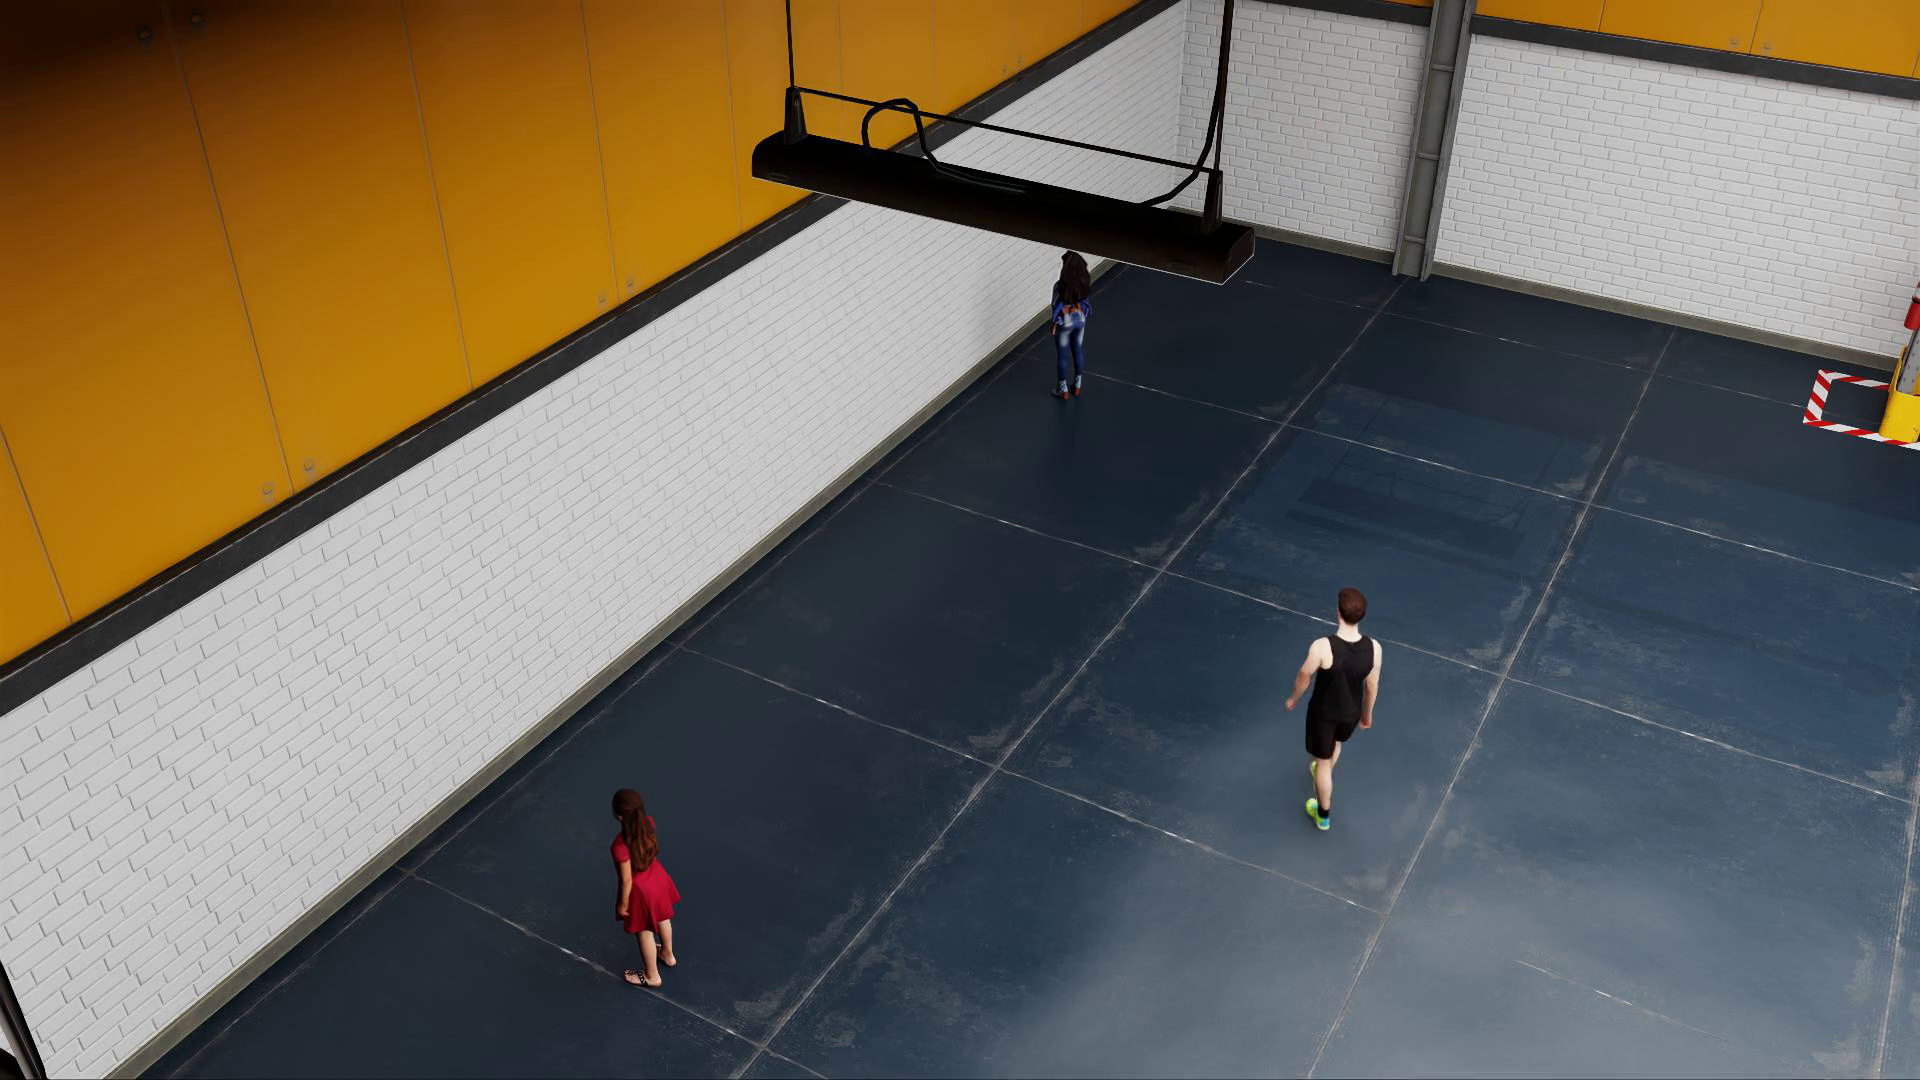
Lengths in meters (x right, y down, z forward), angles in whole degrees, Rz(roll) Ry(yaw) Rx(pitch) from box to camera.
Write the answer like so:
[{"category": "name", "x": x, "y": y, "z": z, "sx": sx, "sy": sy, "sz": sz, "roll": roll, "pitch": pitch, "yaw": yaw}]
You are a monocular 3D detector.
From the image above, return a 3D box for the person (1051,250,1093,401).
[{"category": "person", "x": 1.113, "y": -2.195, "z": 16.860, "sx": 0.694, "sy": 1.616, "sz": 0.711, "roll": -17, "pitch": 37, "yaw": -23}]

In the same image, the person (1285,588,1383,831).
[{"category": "person", "x": 2.615, "y": 1.228, "z": 11.486, "sx": 0.989, "sy": 1.865, "sz": 1.036, "roll": -7, "pitch": 34, "yaw": -10}]

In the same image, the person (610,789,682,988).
[{"category": "person", "x": -1.983, "y": 2.153, "z": 10.376, "sx": 0.617, "sy": 1.553, "sz": 0.557, "roll": 14, "pitch": 36, "yaw": 21}]
